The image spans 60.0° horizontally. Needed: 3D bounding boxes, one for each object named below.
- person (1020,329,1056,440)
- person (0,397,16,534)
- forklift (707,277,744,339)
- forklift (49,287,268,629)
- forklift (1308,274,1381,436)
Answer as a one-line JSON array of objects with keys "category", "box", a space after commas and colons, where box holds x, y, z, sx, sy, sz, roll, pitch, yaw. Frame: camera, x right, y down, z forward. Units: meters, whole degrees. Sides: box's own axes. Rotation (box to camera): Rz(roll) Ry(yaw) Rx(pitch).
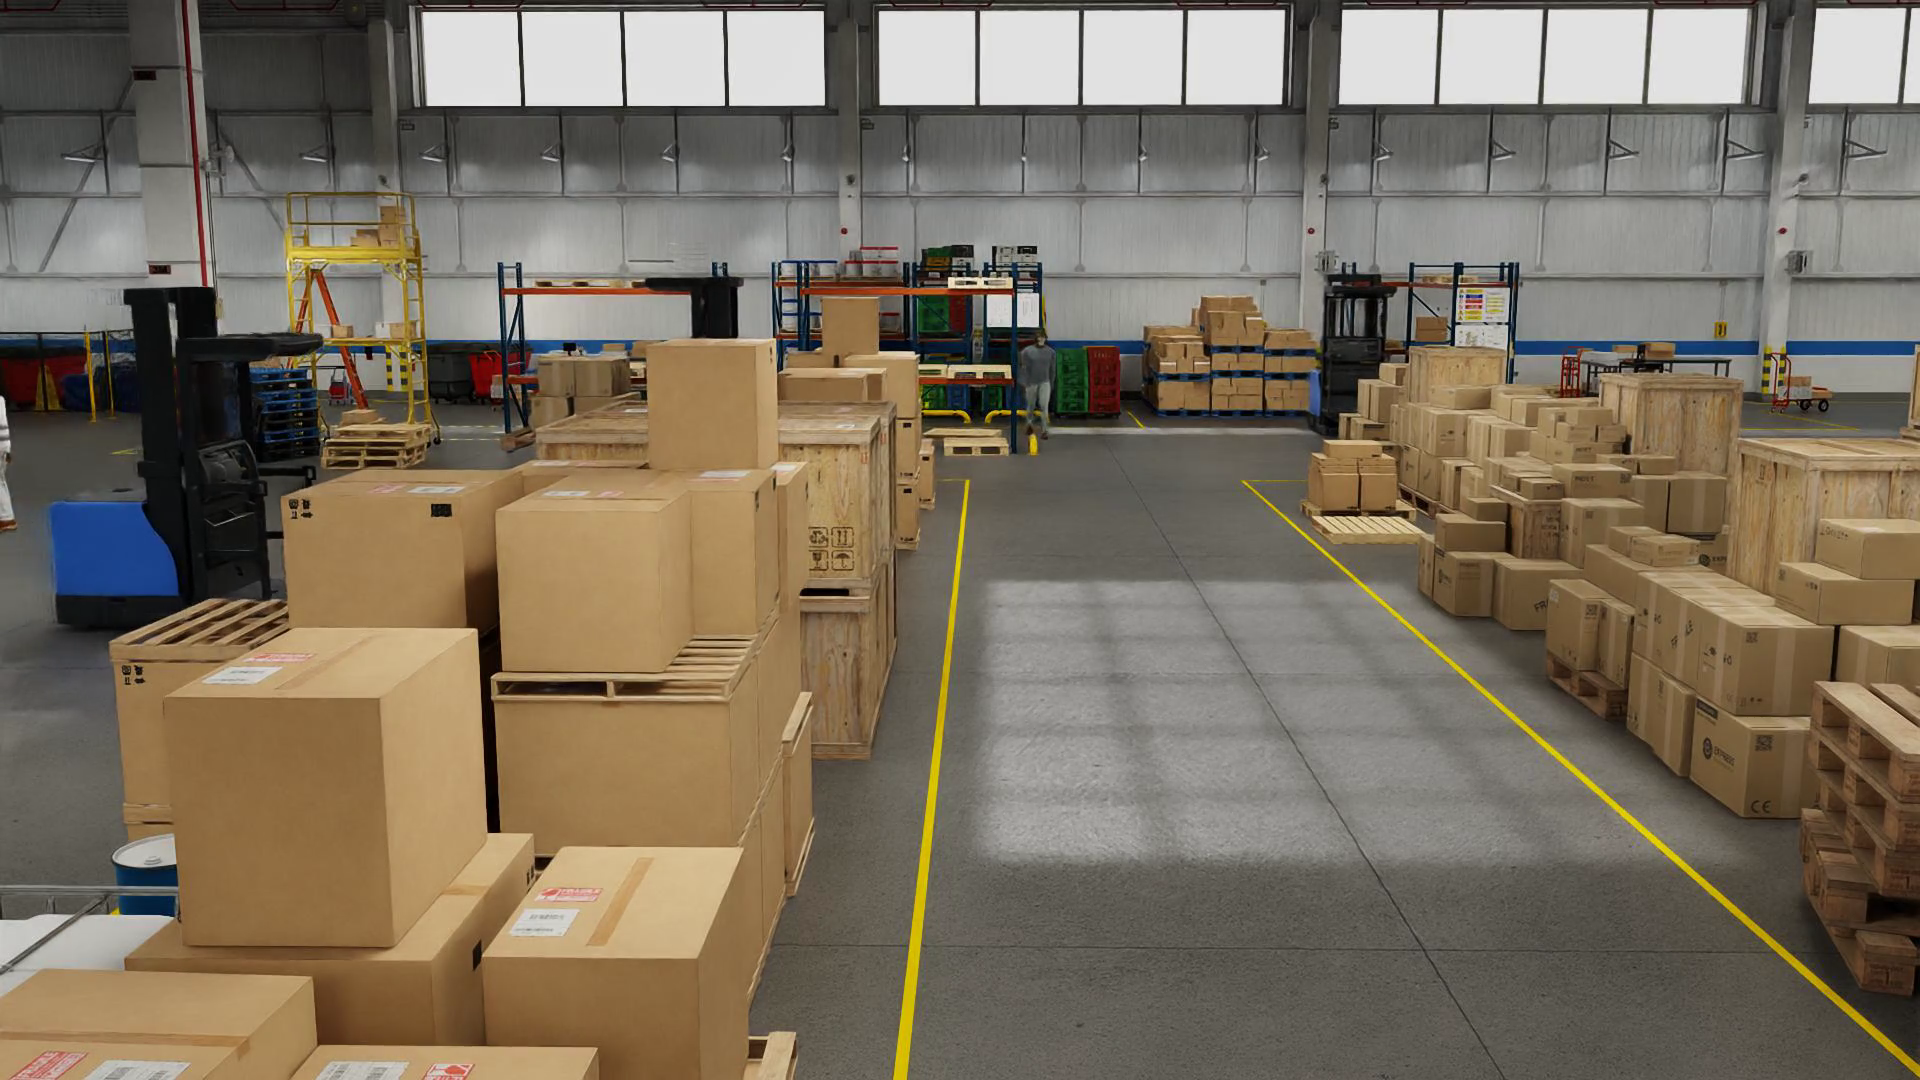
[{"category": "person", "box": [1.346, -2.713, 28.826, 0.631, 1.907, 0.924, -1, 10, -4]}, {"category": "person", "box": [-10.901, -1.001, 18.765, 0.538, 1.848, 0.772, -1, 10, -9]}, {"category": "forklift", "box": [-3.378, -2.405, 24.039, 1.873, 2.768, 1.129, 0, 9, 1]}, {"category": "forklift", "box": [-6.507, -0.716, 13.926, 1.873, 2.768, 1.129, 0, 9, 1]}, {"category": "forklift", "box": [6.883, -3.295, 29.370, 1.129, 2.768, 1.873, 0, 9, 1]}]
